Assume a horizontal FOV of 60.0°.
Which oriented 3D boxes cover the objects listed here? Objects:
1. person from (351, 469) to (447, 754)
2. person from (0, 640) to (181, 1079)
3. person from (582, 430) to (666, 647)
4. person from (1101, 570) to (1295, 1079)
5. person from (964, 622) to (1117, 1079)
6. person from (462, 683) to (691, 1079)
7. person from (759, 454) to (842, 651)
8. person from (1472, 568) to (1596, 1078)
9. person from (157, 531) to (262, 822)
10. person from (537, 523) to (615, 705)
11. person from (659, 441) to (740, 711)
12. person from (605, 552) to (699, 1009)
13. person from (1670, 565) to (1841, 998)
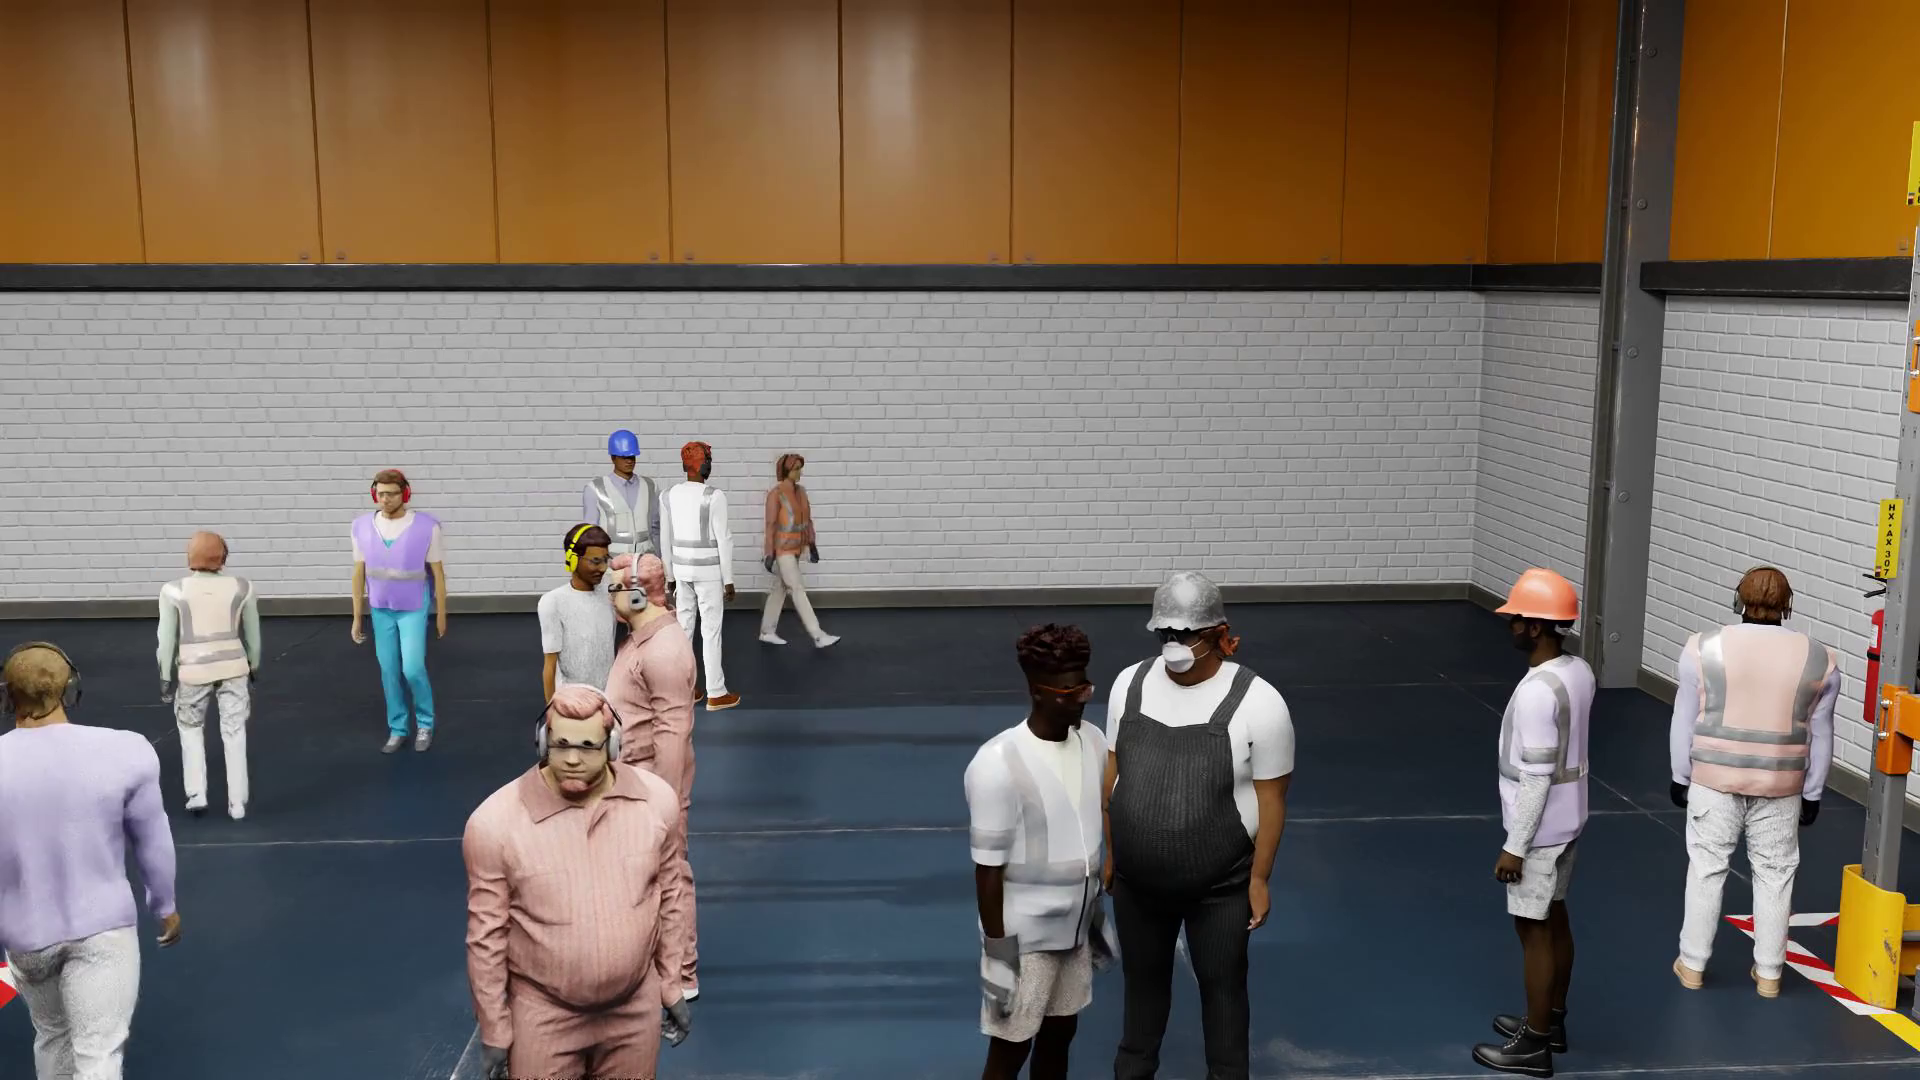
[{"bbox_3d":[-3.544,0.452,10.537,0.568,1.835,0.407,1,9,6],"label":"person"},{"bbox_3d":[-2.861,1.258,5.309,0.635,1.901,1.024,-3,9,-17],"label":"person"},{"bbox_3d":[-2.385,0.184,11.848,0.603,1.949,0.389,-7,12,-38],"label":"person"},{"bbox_3d":[0.769,1.108,5.762,0.682,2.000,0.537,5,10,29],"label":"person"},{"bbox_3d":[0.264,1.218,5.302,0.366,1.966,0.610,8,12,42],"label":"person"},{"bbox_3d":[-1.064,1.338,4.754,0.643,1.903,0.399,-6,11,-31],"label":"person"},{"bbox_3d":[-1.315,0.100,13.458,0.840,1.588,0.540,4,10,24],"label":"person"},{"bbox_3d":[2.183,1.068,6.329,0.364,1.939,0.542,7,11,36],"label":"person"},{"bbox_3d":[-4.174,0.759,9.277,0.543,1.617,0.525,-6,11,-31],"label":"person"},{"bbox_3d":[-1.790,0.842,7.983,0.327,1.865,0.517,5,10,27],"label":"person"},{"bbox_3d":[-1.820,0.252,11.628,0.573,1.883,0.355,4,10,26],"label":"person"},{"bbox_3d":[-1.299,0.991,6.921,0.401,1.904,0.649,-3,9,-16],"label":"person"},{"bbox_3d":[3.317,1.015,7.010,0.623,1.837,0.429,3,9,18],"label":"person"}]
